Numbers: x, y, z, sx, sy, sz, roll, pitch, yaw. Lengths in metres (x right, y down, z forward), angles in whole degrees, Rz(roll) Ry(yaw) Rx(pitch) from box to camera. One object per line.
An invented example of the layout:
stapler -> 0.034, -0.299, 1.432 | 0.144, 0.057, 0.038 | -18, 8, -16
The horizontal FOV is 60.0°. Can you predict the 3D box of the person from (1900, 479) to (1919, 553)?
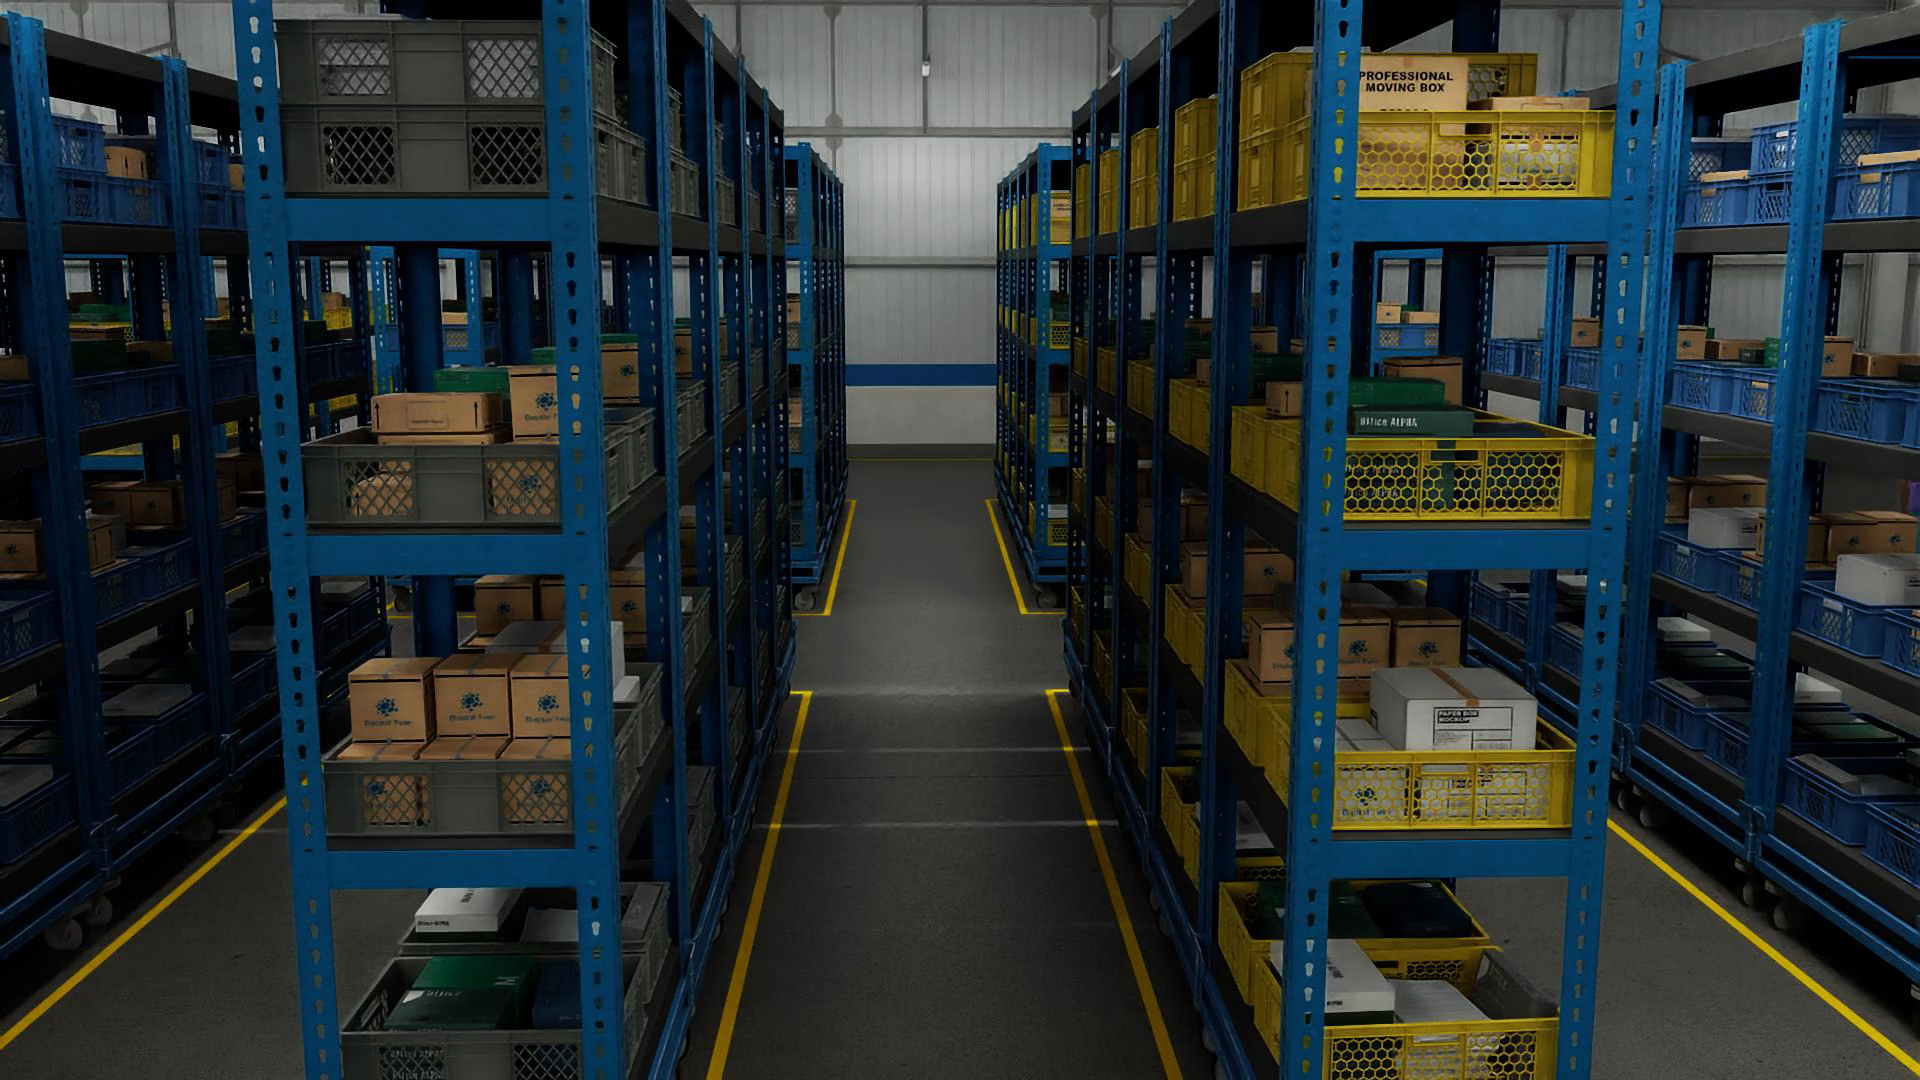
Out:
person -> 7.124, -0.200, 12.060 | 0.701, 1.830, 0.572 | -4, 10, -21
